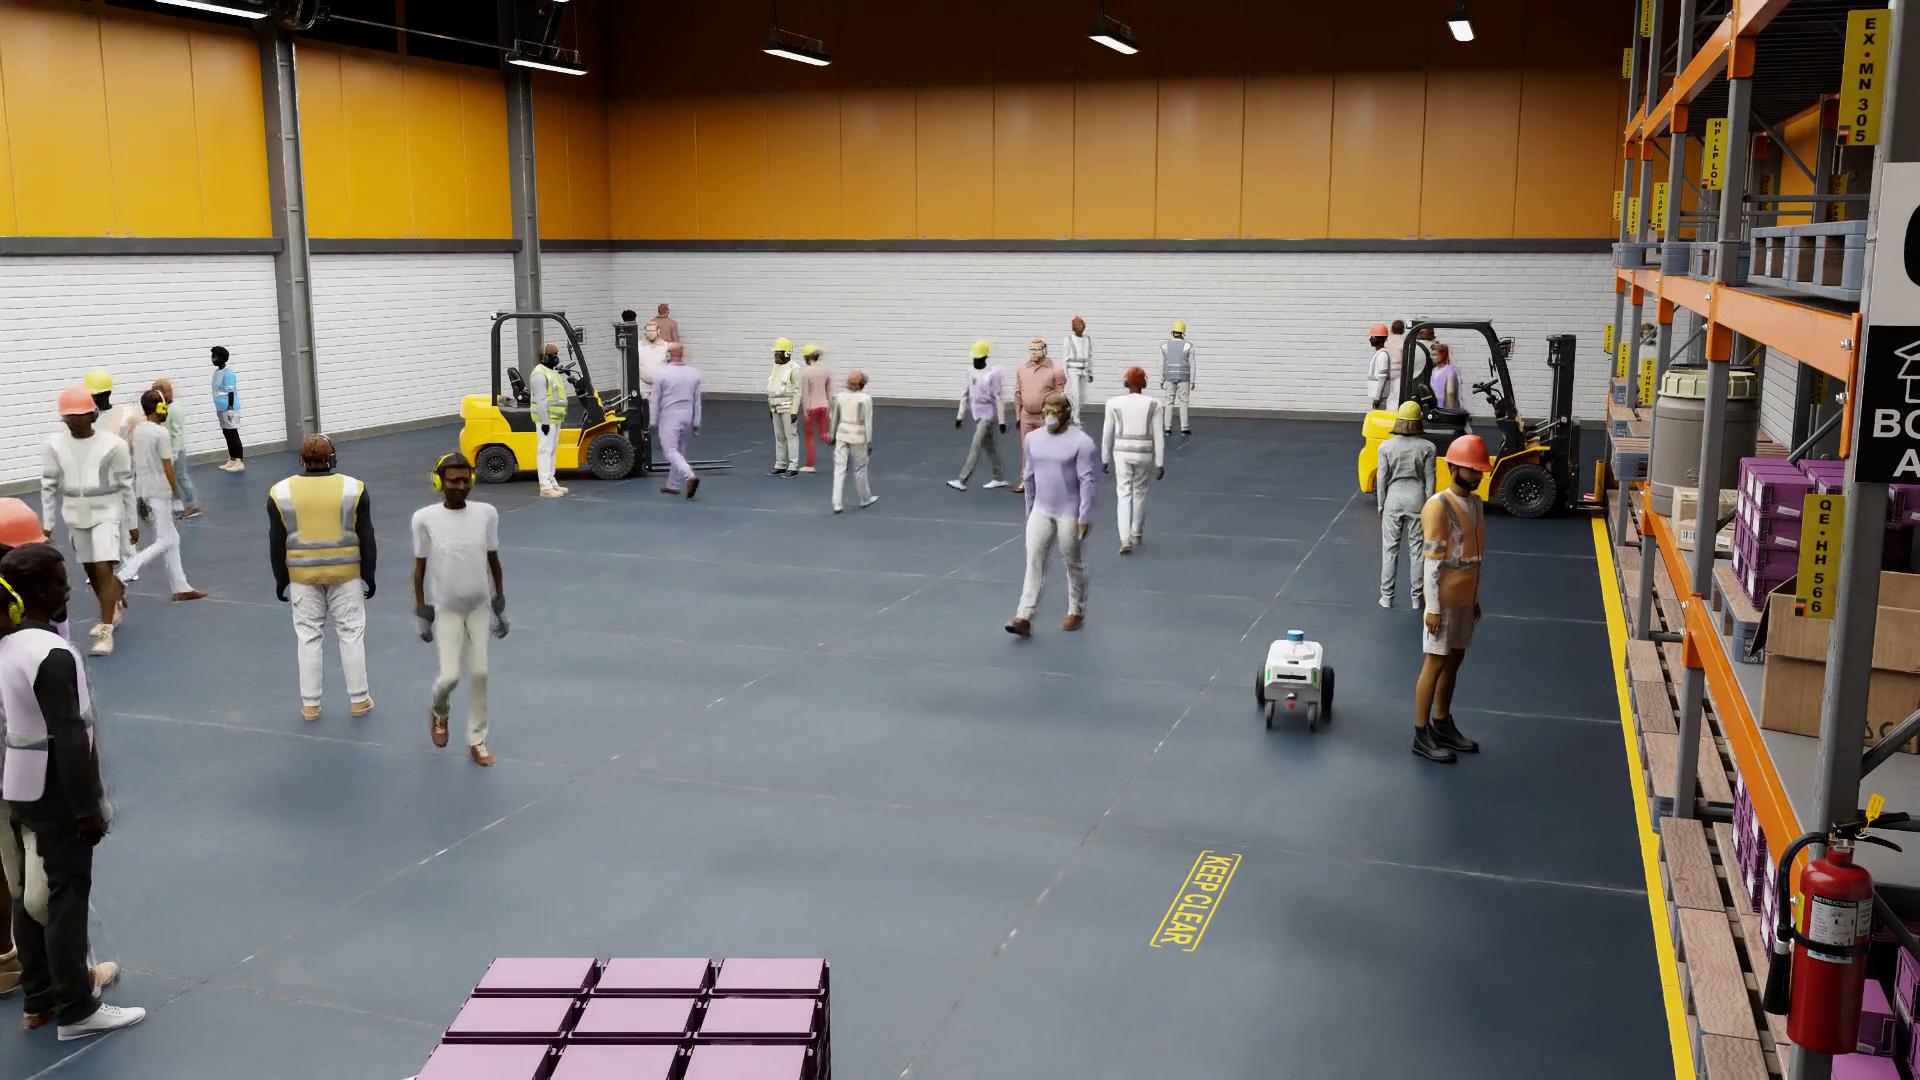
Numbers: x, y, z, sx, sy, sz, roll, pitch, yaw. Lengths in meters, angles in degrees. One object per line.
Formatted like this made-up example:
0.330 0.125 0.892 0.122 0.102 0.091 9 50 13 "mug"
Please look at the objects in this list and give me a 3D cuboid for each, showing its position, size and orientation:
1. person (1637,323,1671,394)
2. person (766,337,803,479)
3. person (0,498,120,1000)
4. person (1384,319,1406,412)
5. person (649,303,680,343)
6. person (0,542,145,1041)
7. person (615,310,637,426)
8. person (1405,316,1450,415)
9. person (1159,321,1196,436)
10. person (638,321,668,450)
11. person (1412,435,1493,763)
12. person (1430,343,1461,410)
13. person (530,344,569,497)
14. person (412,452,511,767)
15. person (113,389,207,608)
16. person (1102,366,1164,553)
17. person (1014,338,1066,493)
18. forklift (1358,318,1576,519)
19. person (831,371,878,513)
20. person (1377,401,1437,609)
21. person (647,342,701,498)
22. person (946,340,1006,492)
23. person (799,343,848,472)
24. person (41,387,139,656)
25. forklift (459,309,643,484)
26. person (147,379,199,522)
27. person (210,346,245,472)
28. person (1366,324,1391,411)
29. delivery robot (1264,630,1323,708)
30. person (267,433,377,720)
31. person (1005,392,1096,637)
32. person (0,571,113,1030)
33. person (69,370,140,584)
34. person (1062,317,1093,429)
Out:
9.918 -2.174 24.037 0.656 1.908 0.705 2 10 13 "person"
-2.303 -1.721 21.698 0.404 1.833 0.589 -9 13 -41 "person"
-3.732 0.845 6.653 0.616 2.041 0.380 3 10 15 "person"
7.156 -2.714 27.339 0.635 1.817 0.783 6 12 32 "person"
-5.709 -3.620 32.182 0.651 1.907 0.409 3 10 14 "person"
-3.490 0.960 6.363 0.593 1.918 0.391 7 12 36 "person"
-5.581 -2.885 27.933 0.395 1.952 0.610 0 10 1 "person"
6.434 -2.100 23.245 0.689 2.000 0.539 -3 10 -14 "person"
3.469 -2.571 26.485 0.599 1.832 0.404 4 11 20 "person"
-4.538 -2.272 24.589 0.639 1.911 0.406 -1 10 -6 "person"
2.931 0.339 9.808 0.375 1.933 0.550 10 14 43 "person"
6.074 -1.551 20.771 0.529 1.823 0.568 -1 10 -3 "person"
-4.961 -1.448 20.135 0.430 1.845 0.622 0 10 1 "person"
-2.925 0.393 9.754 0.522 1.857 0.493 -7 12 -33 "person"
-6.818 -0.342 13.970 0.583 1.830 0.781 8 13 37 "person"
1.716 -0.805 16.530 0.605 1.846 0.967 1 10 5 "person"
0.949 -1.504 20.267 0.642 1.909 0.399 5 11 25 "person"
5.787 -1.437 19.079 2.313 2.155 1.214 3 11 19 "forklift"
-1.213 -1.128 18.986 0.617 1.590 0.829 5 11 27 "person"
3.724 -0.292 13.900 0.486 1.744 0.294 3 10 15 "person"
-3.390 -1.444 20.026 0.848 1.878 0.651 9 13 42 "person"
0.207 -1.522 20.483 0.994 1.855 0.631 -6 12 -30 "person"
-1.845 -1.740 22.085 0.656 1.734 0.536 9 14 42 "person"
-6.573 -0.174 12.589 0.638 1.996 0.970 -1 10 -7 "person"
-5.354 -1.902 21.697 2.313 2.155 1.214 -2 10 -13 "forklift"
-8.716 -0.980 18.217 0.557 1.574 0.845 3 11 17 "person"
-9.844 -1.758 22.314 0.321 1.690 0.536 -9 14 -43 "person"
5.813 -2.037 23.183 0.359 1.939 0.542 2 10 12 "person"
2.150 0.825 10.695 0.477 0.478 0.707 2 10 14 "delivery robot"
-4.065 0.234 10.660 0.636 1.842 0.429 -3 11 -17 "person"
0.708 -0.185 12.880 0.654 1.895 0.911 6 12 30 "person"
-3.573 0.998 6.383 0.521 1.841 0.468 1 10 4 "person"
-7.660 -0.567 14.949 0.585 1.921 0.383 -4 11 -20 "person"
1.907 -2.770 27.550 0.638 1.860 0.577 -7 12 -33 "person"
